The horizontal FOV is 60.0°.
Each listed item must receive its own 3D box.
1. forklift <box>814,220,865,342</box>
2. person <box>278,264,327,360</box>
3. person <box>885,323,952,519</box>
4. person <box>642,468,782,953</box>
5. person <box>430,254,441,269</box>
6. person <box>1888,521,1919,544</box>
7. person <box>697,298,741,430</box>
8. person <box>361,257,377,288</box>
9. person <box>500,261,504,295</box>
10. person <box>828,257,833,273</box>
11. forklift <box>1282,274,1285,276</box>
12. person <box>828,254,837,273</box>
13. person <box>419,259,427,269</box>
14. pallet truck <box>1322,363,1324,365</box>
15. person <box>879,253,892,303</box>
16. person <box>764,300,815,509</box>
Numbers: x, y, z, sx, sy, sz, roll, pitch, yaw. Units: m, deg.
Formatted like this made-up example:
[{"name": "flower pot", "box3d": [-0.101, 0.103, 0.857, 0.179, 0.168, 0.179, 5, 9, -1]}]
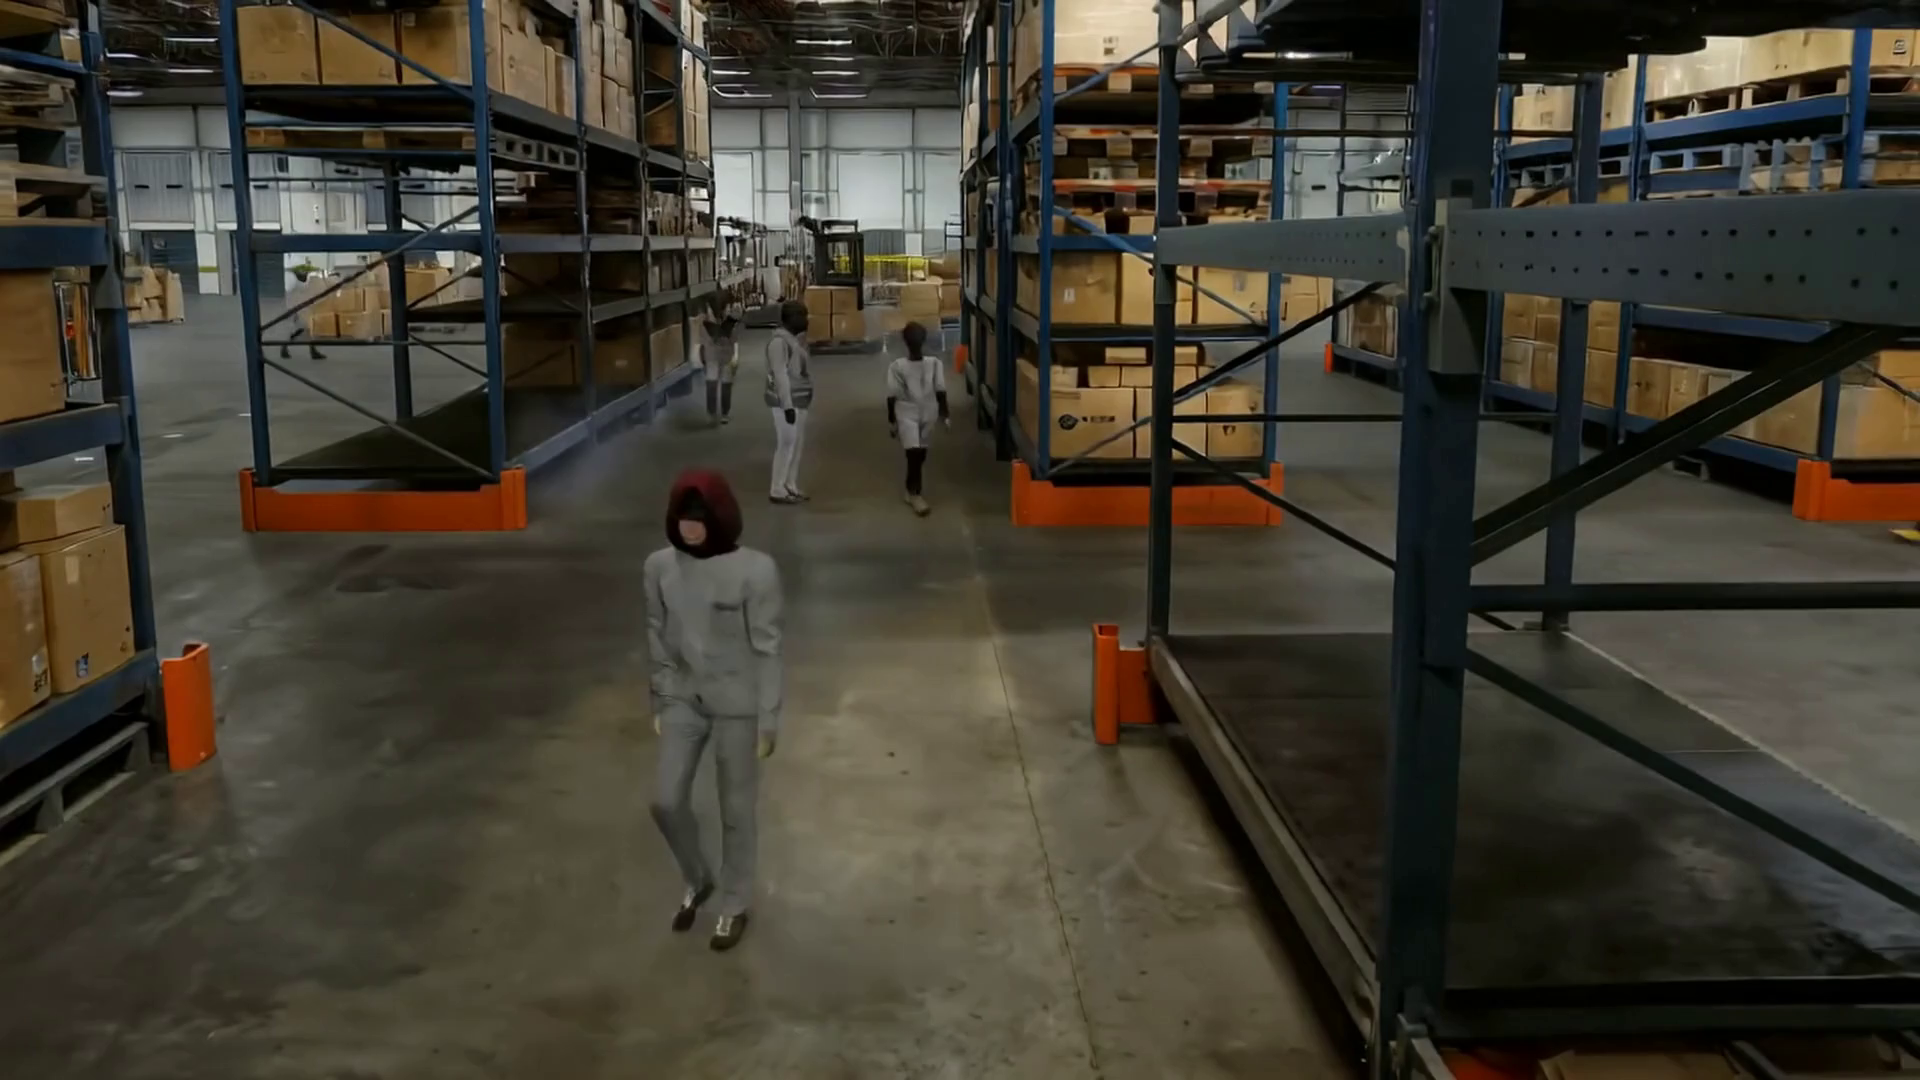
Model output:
[{"name": "forklift", "box3d": [-2.738, -5.874, 37.842, 1.129, 2.768, 1.873, 0, 10, -2]}, {"name": "person", "box3d": [-13.153, -4.522, 33.061, 0.939, 1.904, 0.546, -1, 10, -5]}, {"name": "person", "box3d": [-0.388, -1.050, 14.378, 0.534, 1.654, 0.863, -4, 11, -24]}, {"name": "person", "box3d": [-0.814, 0.570, 5.465, 0.501, 1.620, 0.357, 2, 10, 12]}, {"name": "person", "box3d": [-17.034, -8.323, 54.152, 0.374, 1.933, 0.621, -6, 12, -32]}, {"name": "person", "box3d": [7.784, -0.867, 12.784, 1.010, 1.860, 0.622, 4, 11, 22]}, {"name": "person", "box3d": [-3.013, -2.214, 20.872, 0.546, 1.637, 0.874, -2, 10, -10]}, {"name": "person", "box3d": [-20.716, -9.067, 58.620, 0.816, 1.814, 0.630, 0, 10, -1]}, {"name": "person", "box3d": [-13.500, -7.315, 48.496, 0.372, 1.940, 0.630, 2, 10, 11]}, {"name": "person", "box3d": [-3.699, -6.883, 46.126, 0.379, 1.932, 0.699, -1, 10, -3]}, {"name": "forklift", "box3d": [12.240, -10.302, 62.509, 1.129, 2.768, 1.873, 0, 10, -2]}, {"name": "person", "box3d": [-4.226, -8.446, 54.830, 0.371, 1.927, 0.588, 7, 12, 34]}, {"name": "person", "box3d": [-20.271, -9.762, 62.795, 0.317, 1.700, 0.538, 0, 10, 2]}, {"name": "pallet truck", "box3d": [7.712, -4.157, 30.737, 1.885, 1.965, 0.823, 3, 11, 16]}, {"name": "person", "box3d": [-2.809, -9.965, 63.316, 0.555, 1.924, 0.554, -6, 12, -29]}, {"name": "person", "box3d": [-1.492, -1.196, 14.718, 0.430, 1.830, 0.641, 2, 10, 13]}]
